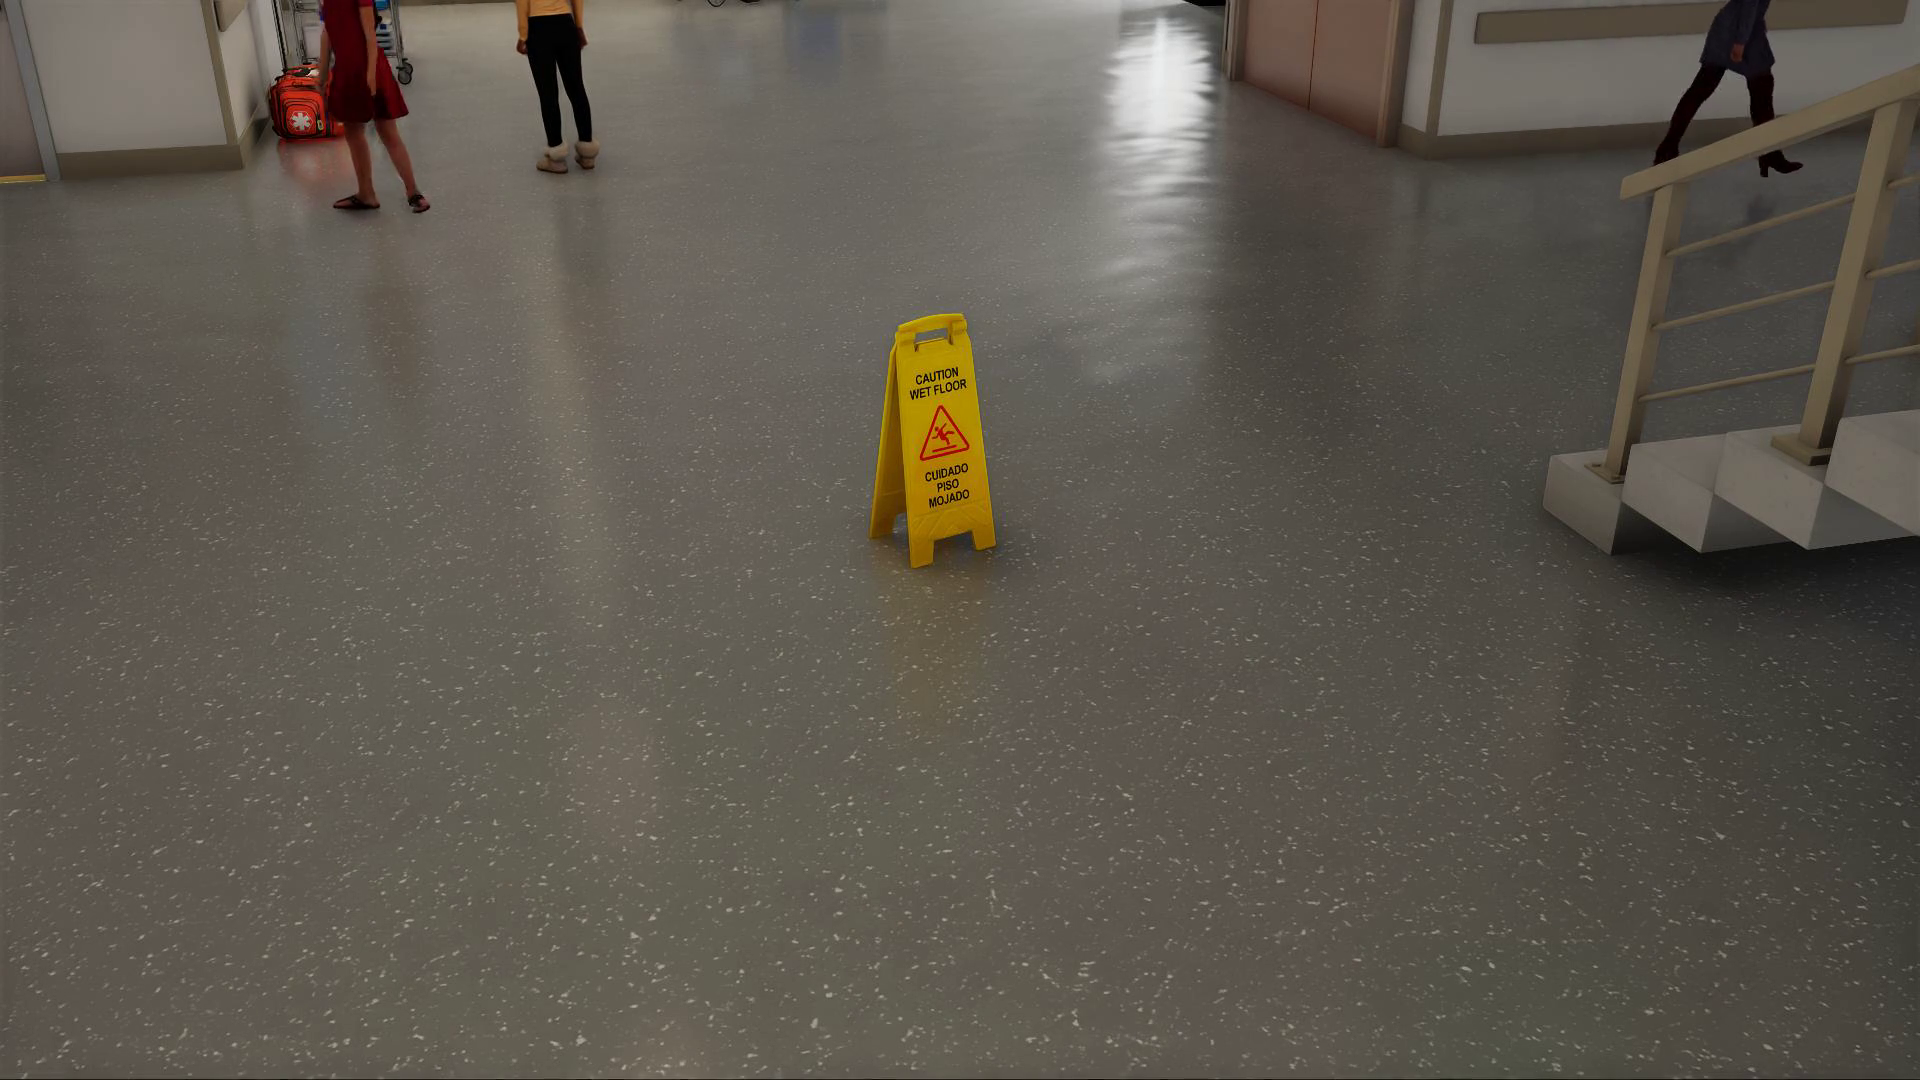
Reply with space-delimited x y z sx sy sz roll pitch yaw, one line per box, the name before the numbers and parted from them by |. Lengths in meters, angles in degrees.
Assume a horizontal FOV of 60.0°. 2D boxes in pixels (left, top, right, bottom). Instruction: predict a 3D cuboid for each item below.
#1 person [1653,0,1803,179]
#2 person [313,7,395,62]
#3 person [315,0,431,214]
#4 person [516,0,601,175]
person | 4.469 -2.935 9.756 0.885 1.667 1.067 2 26 4
person | -5.022 -4.756 13.439 0.904 1.747 1.007 1 26 2
person | -3.328 -2.584 9.177 0.925 1.537 0.841 -19 32 -35
person | -2.465 -3.076 10.057 0.671 1.658 0.658 -18 31 -33
